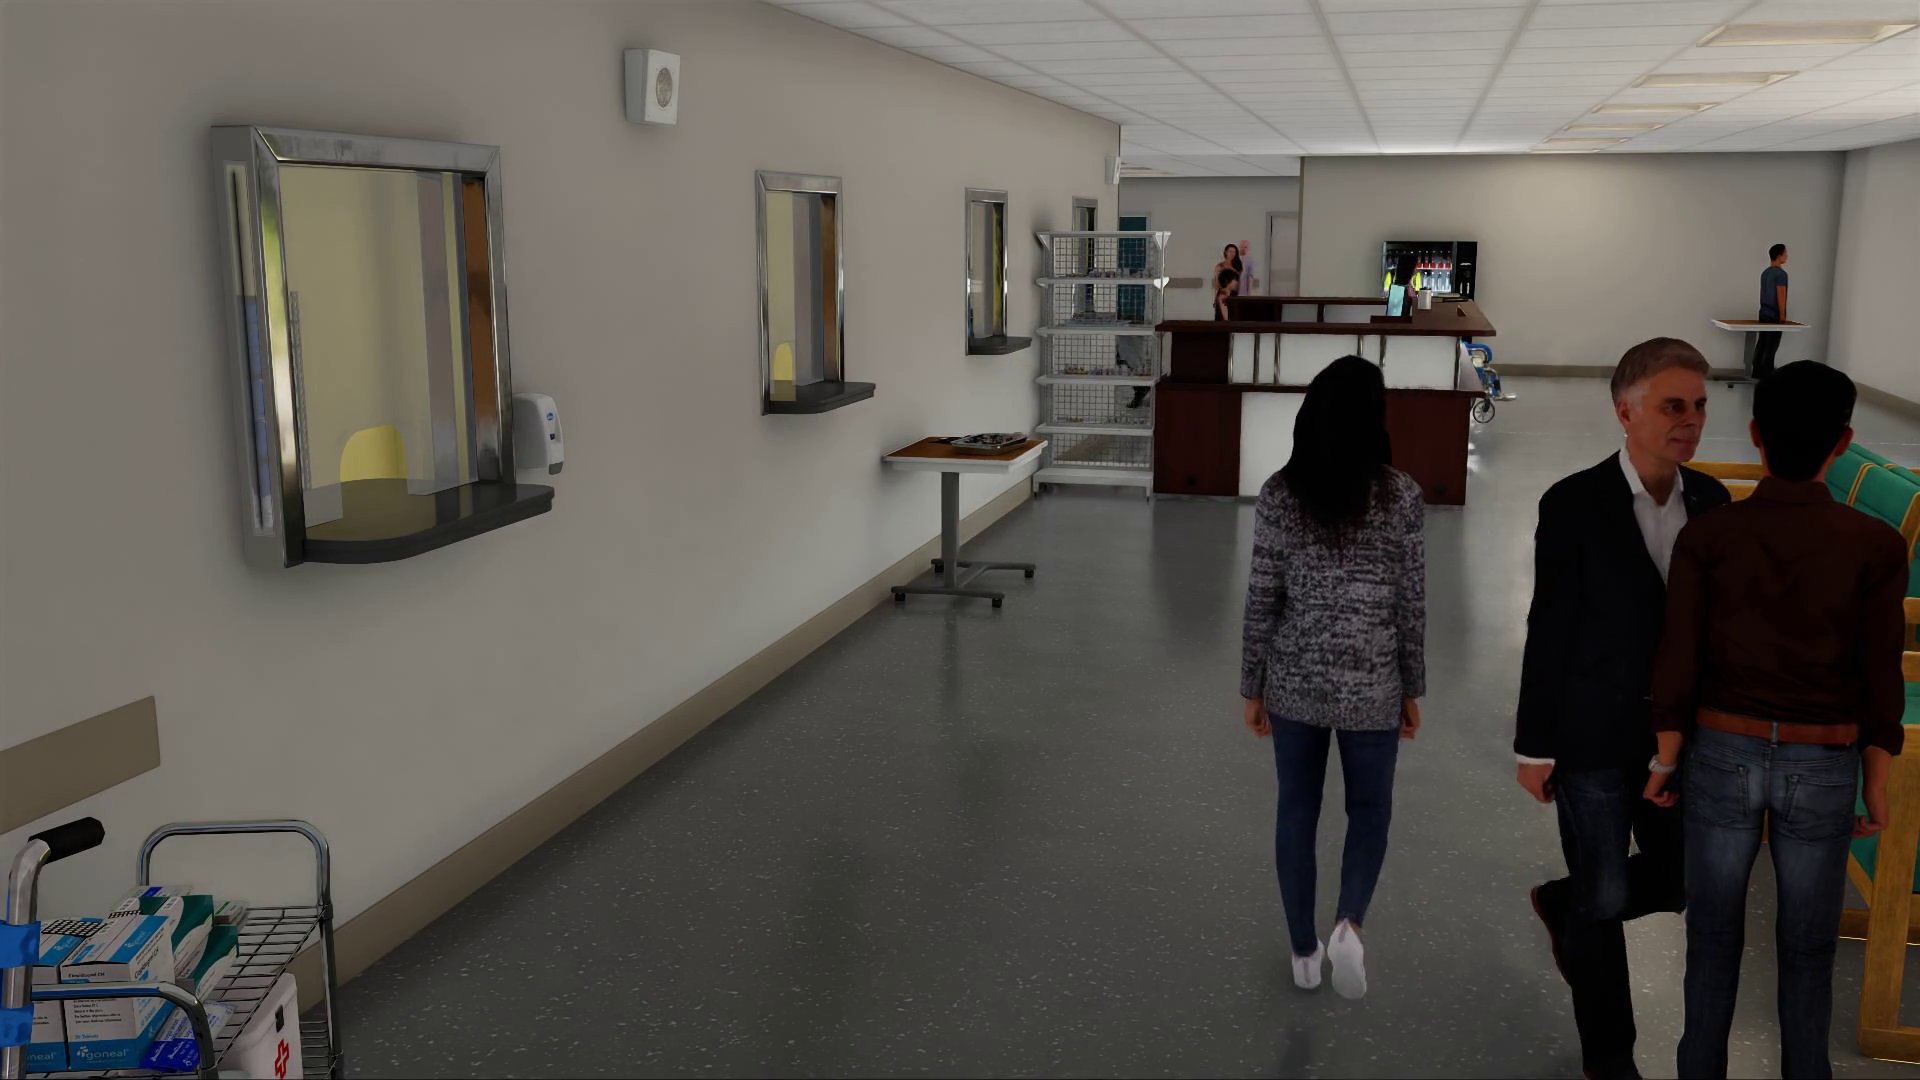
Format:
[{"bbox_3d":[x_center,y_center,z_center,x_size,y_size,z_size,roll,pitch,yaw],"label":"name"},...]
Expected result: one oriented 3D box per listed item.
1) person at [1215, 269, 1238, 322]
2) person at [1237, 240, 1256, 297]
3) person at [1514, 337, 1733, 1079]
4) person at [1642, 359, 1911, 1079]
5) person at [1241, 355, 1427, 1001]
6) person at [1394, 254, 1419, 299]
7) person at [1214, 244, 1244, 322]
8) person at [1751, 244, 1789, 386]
[{"bbox_3d":[3.004,-2.391,19.551,0.988,1.514,0.564,3,11,18],"label":"person"},{"bbox_3d":[4.428,-3.851,26.437,0.976,1.814,0.967,10,14,41],"label":"person"},{"bbox_3d":[1.555,0.416,3.999,0.983,1.797,0.966,-2,11,-8],"label":"person"},{"bbox_3d":[1.747,0.504,3.576,0.502,1.782,0.734,4,12,22],"label":"person"},{"bbox_3d":[0.958,0.404,4.278,0.772,1.716,0.678,3,11,13],"label":"person"},{"bbox_3d":[4.853,-2.290,18.436,0.967,1.731,0.744,0,11,-1],"label":"person"},{"bbox_3d":[4.043,-3.632,25.523,1.190,1.724,0.970,-1,11,-7],"label":"person"},{"bbox_3d":[10.461,-2.900,21.438,0.638,1.809,0.717,0,11,-1],"label":"person"}]
